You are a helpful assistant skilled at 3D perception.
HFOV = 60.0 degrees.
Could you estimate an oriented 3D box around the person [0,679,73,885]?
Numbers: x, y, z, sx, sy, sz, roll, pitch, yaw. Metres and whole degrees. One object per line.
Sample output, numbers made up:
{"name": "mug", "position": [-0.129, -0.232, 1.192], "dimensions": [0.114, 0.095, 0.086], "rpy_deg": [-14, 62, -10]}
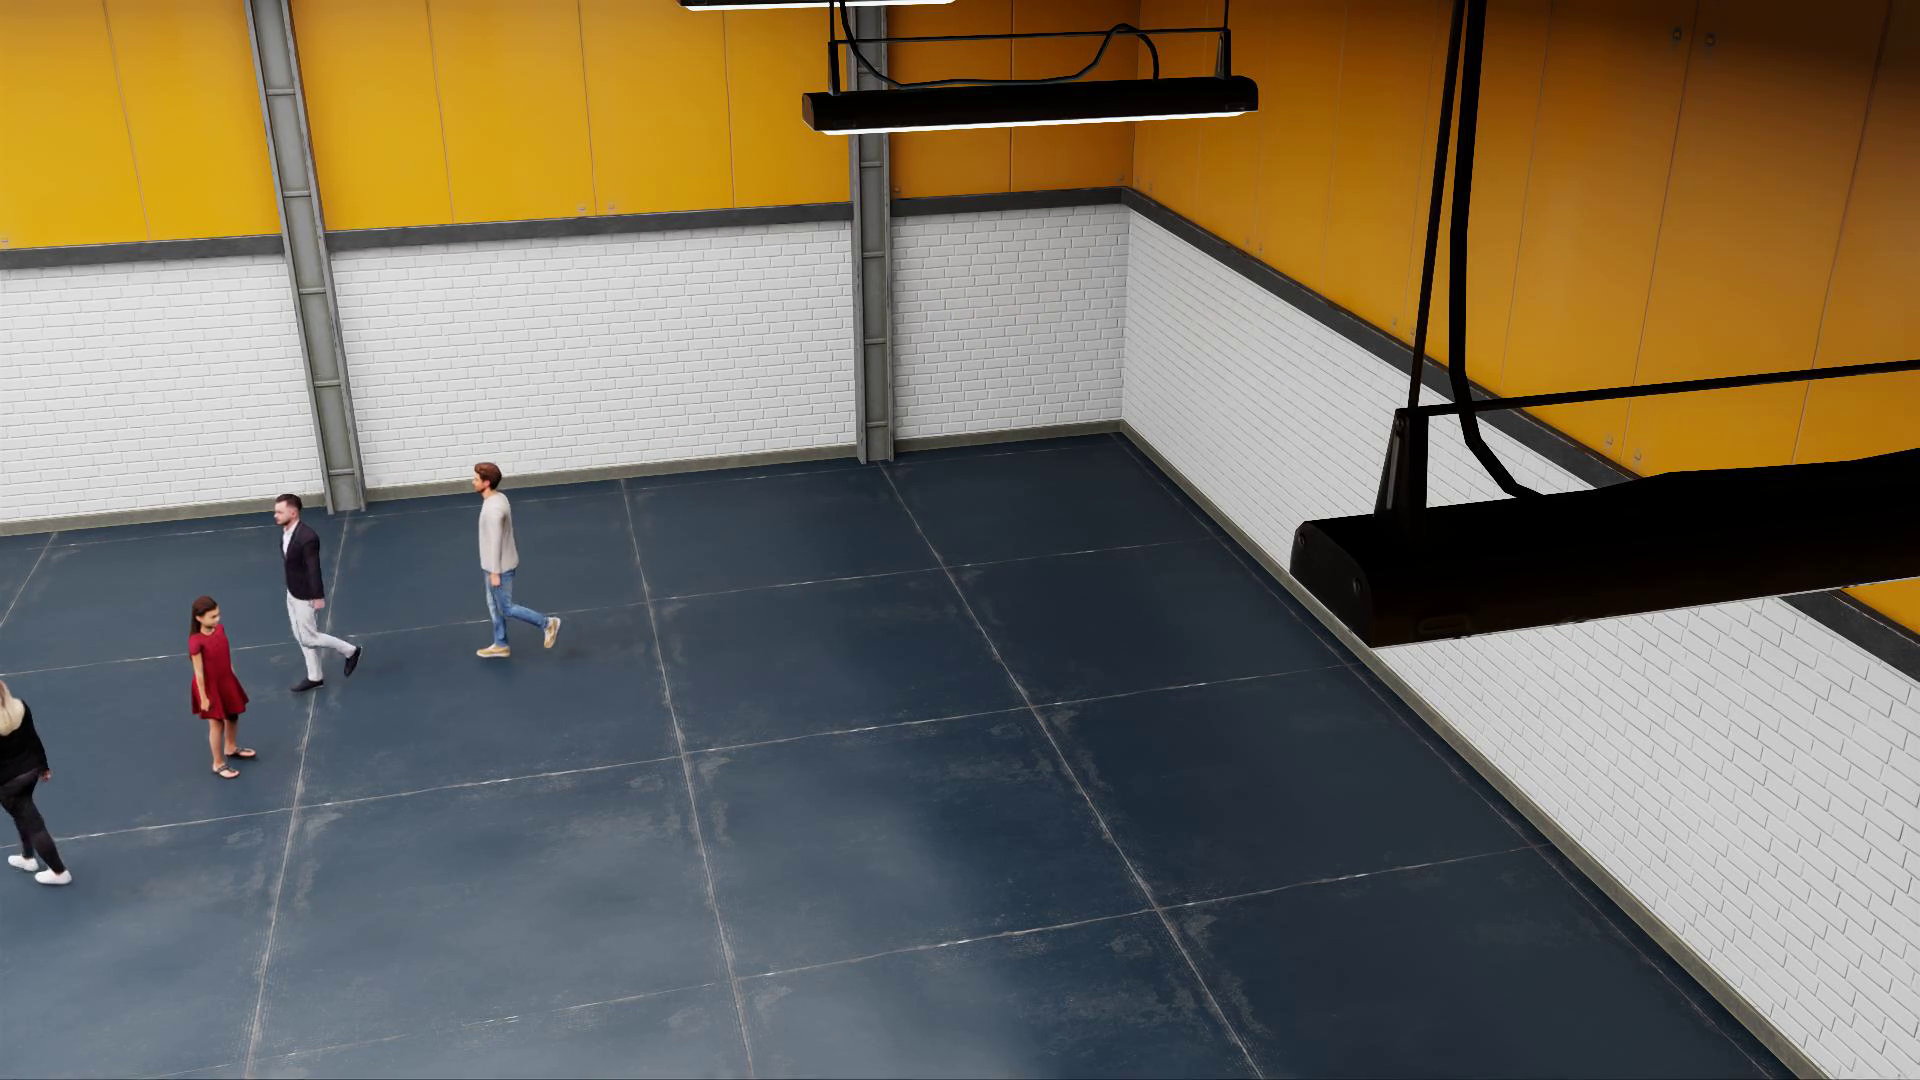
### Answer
{"name": "person", "position": [-6.534, 1.714, 11.664], "dimensions": [0.941, 1.671, 0.843], "rpy_deg": [6, 24, 14]}

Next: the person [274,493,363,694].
{"name": "person", "position": [-5.582, 0.438, 14.389], "dimensions": [1.003, 1.825, 0.873], "rpy_deg": [-18, 30, -36]}

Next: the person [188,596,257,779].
{"name": "person", "position": [-5.897, 1.130, 13.158], "dimensions": [0.747, 1.545, 0.708], "rpy_deg": [6, 24, 13]}

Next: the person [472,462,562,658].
{"name": "person", "position": [-4.019, 0.209, 14.836], "dimensions": [0.982, 1.888, 0.660], "rpy_deg": [-6, 24, -14]}
